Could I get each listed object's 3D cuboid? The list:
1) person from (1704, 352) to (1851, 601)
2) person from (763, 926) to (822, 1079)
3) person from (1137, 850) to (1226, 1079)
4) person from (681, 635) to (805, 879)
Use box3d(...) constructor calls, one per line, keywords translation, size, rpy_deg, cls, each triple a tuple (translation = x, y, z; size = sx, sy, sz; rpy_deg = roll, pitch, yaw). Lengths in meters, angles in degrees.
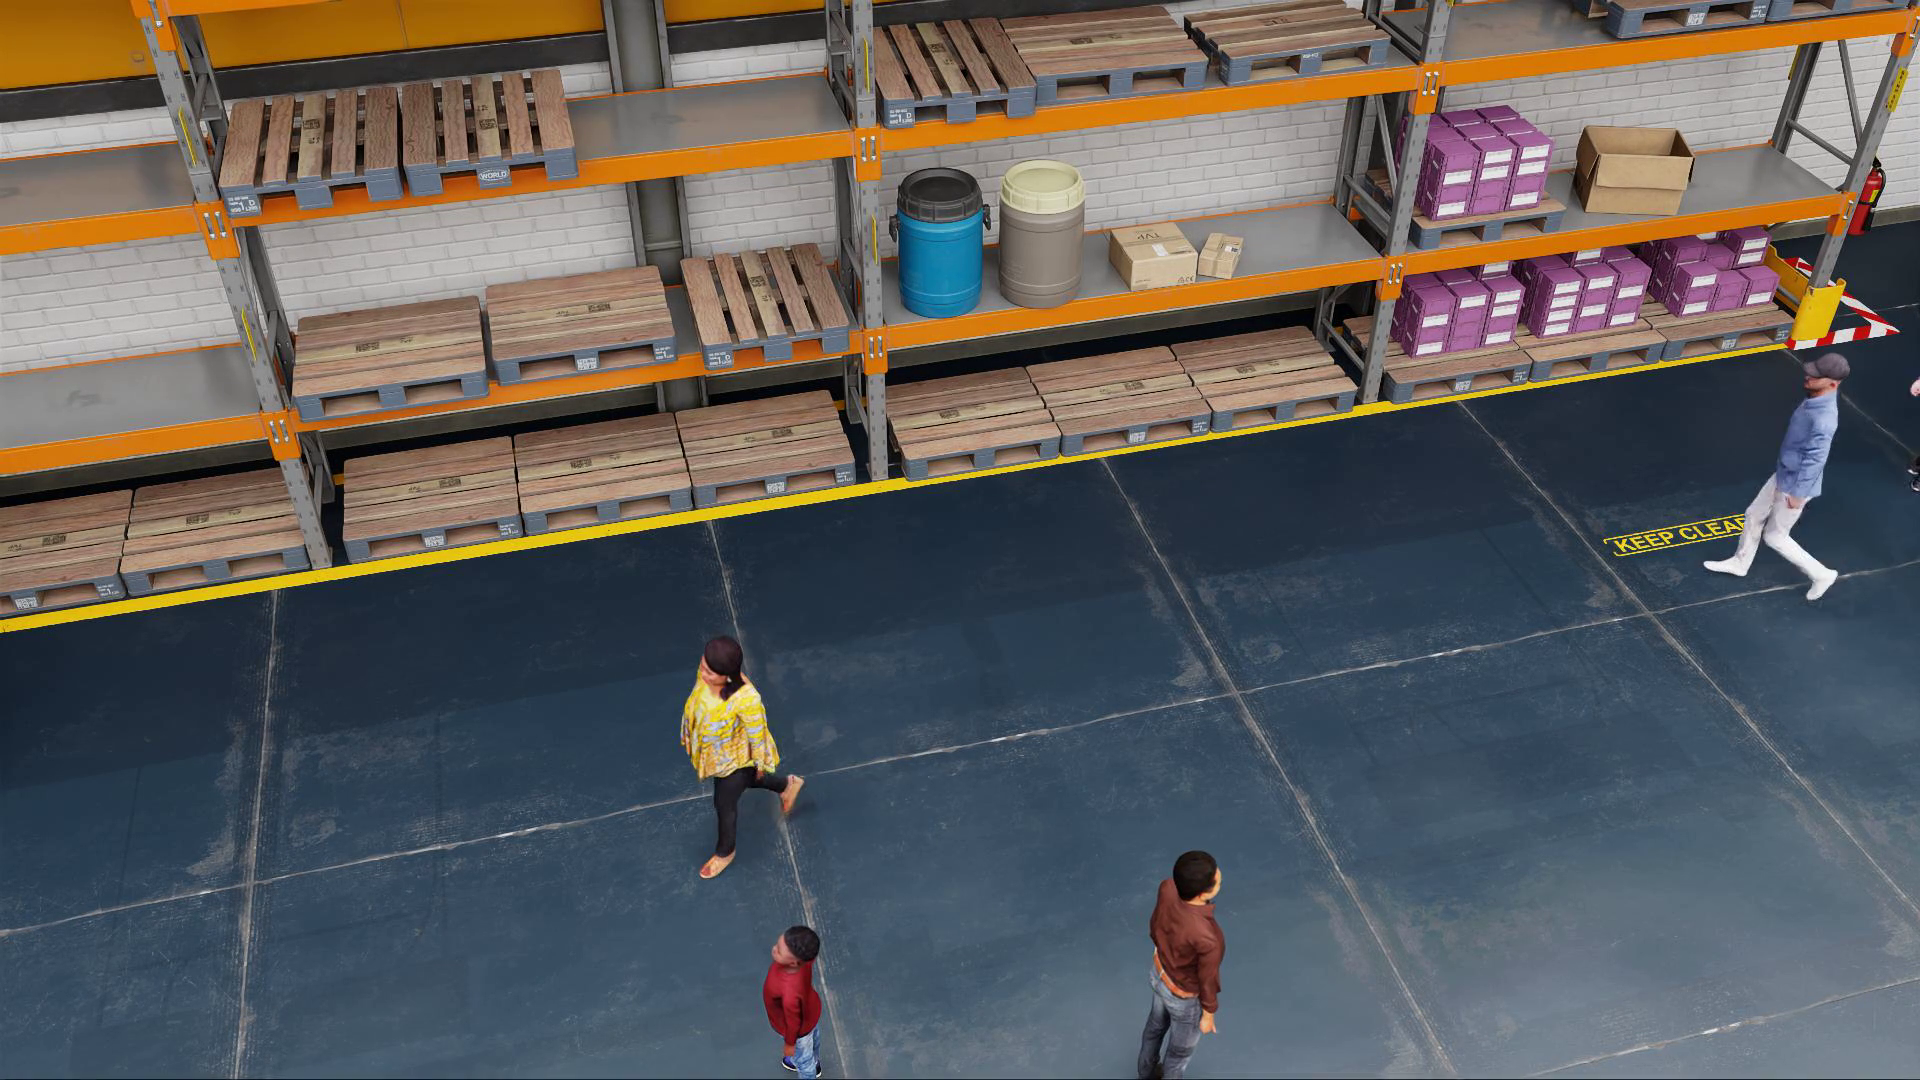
box3d(translation=(5.546, -0.390, 10.873), size=(1.151, 1.862, 1.035), rpy_deg=(15, 41, 18), cls="person")
box3d(translation=(-0.776, 2.281, 8.015), size=(0.590, 1.254, 0.570), rpy_deg=(3, 39, 4), cls="person")
box3d(translation=(1.033, 2.094, 7.828), size=(0.564, 1.780, 0.674), rpy_deg=(-16, 41, -19), cls="person")
box3d(translation=(-1.199, 1.124, 9.161), size=(1.123, 1.633, 0.940), rpy_deg=(-27, 46, -29), cls="person")
